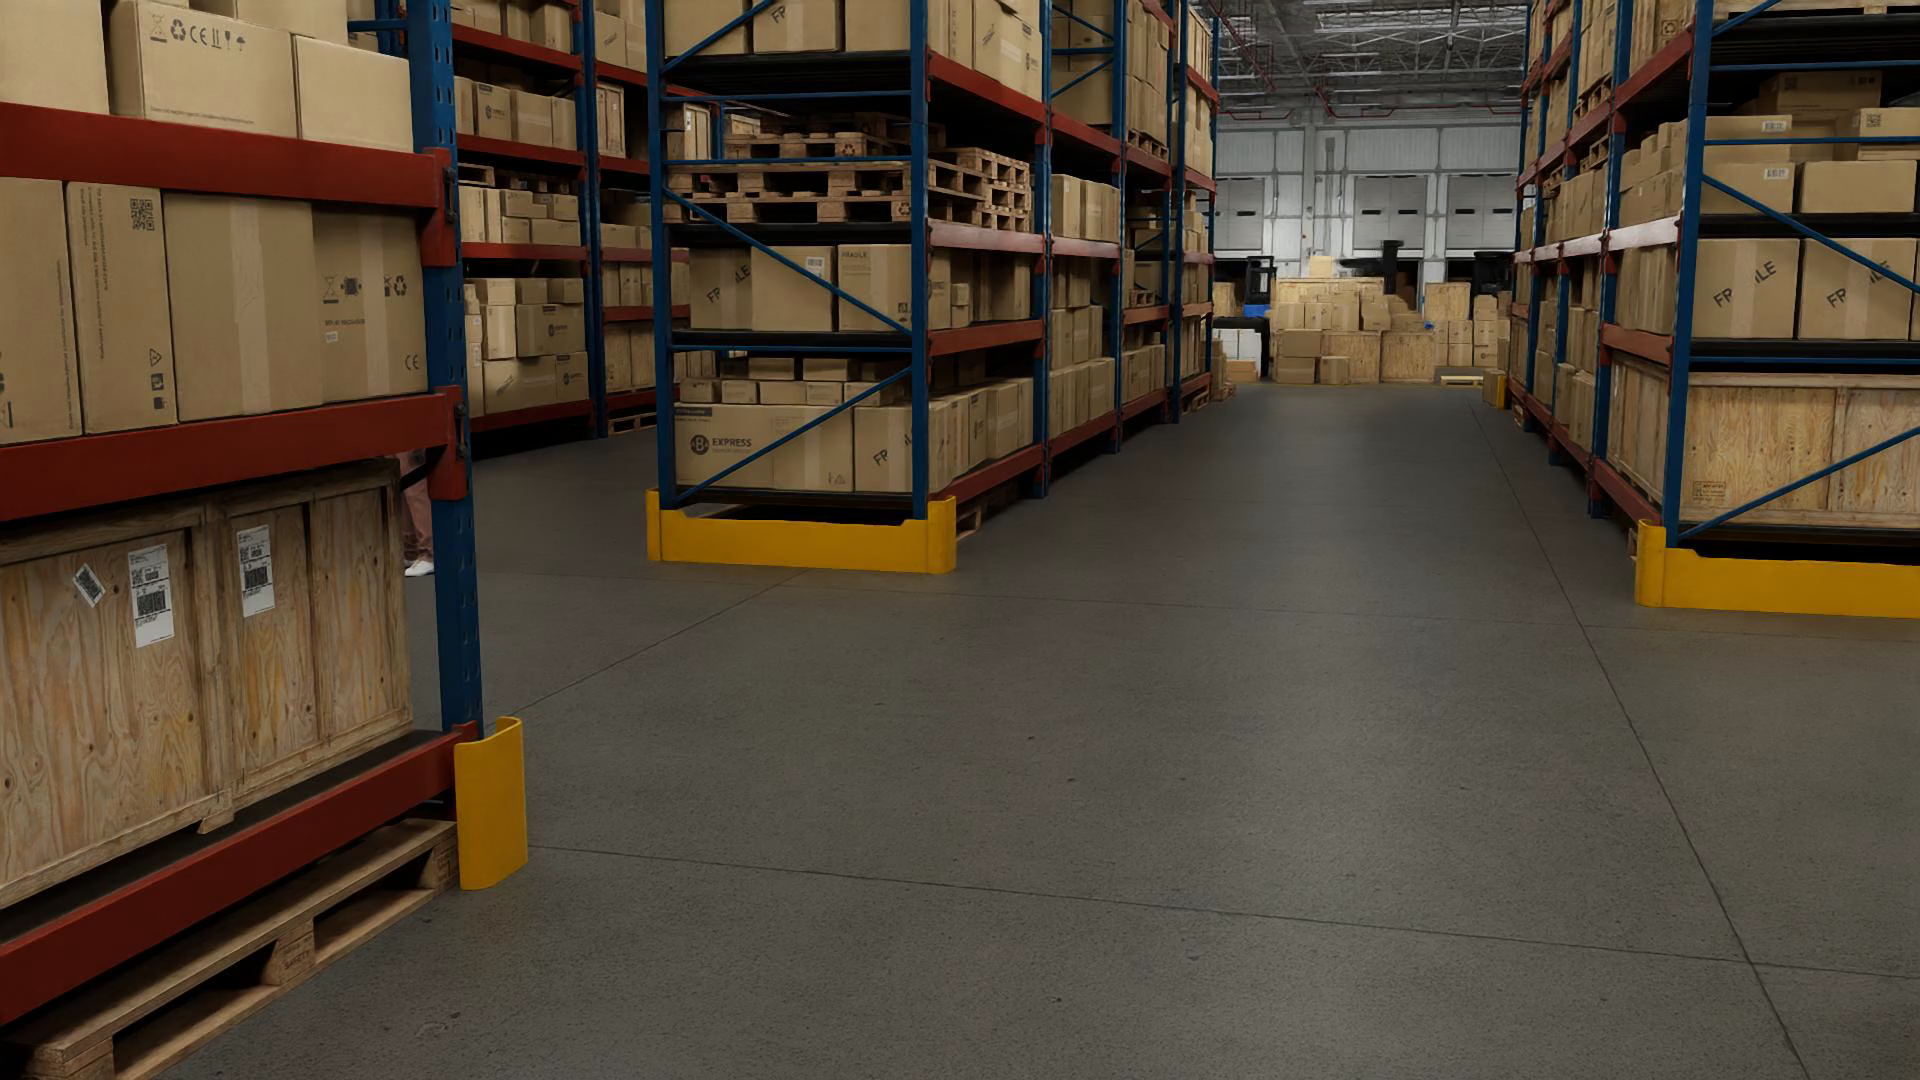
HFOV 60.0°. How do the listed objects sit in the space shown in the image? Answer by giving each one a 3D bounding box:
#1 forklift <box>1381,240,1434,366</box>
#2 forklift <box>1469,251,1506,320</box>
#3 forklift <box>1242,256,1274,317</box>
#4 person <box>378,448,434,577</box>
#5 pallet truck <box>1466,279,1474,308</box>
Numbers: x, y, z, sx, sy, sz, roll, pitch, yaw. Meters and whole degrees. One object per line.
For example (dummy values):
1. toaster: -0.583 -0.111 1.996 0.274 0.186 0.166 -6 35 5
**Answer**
1. forklift: 9.181 -5.008 35.587 1.873 2.768 1.129 2 9 14
2. forklift: 15.886 -7.282 50.034 1.129 2.768 1.873 -2 9 -13
3. forklift: 10.671 -8.733 59.254 1.129 2.768 1.873 2 9 15
4. person: -3.814 -0.704 11.357 0.403 1.900 0.648 -8 12 -41
5. pallet truck: 18.896 -8.459 60.307 1.885 1.965 0.823 5 10 31
